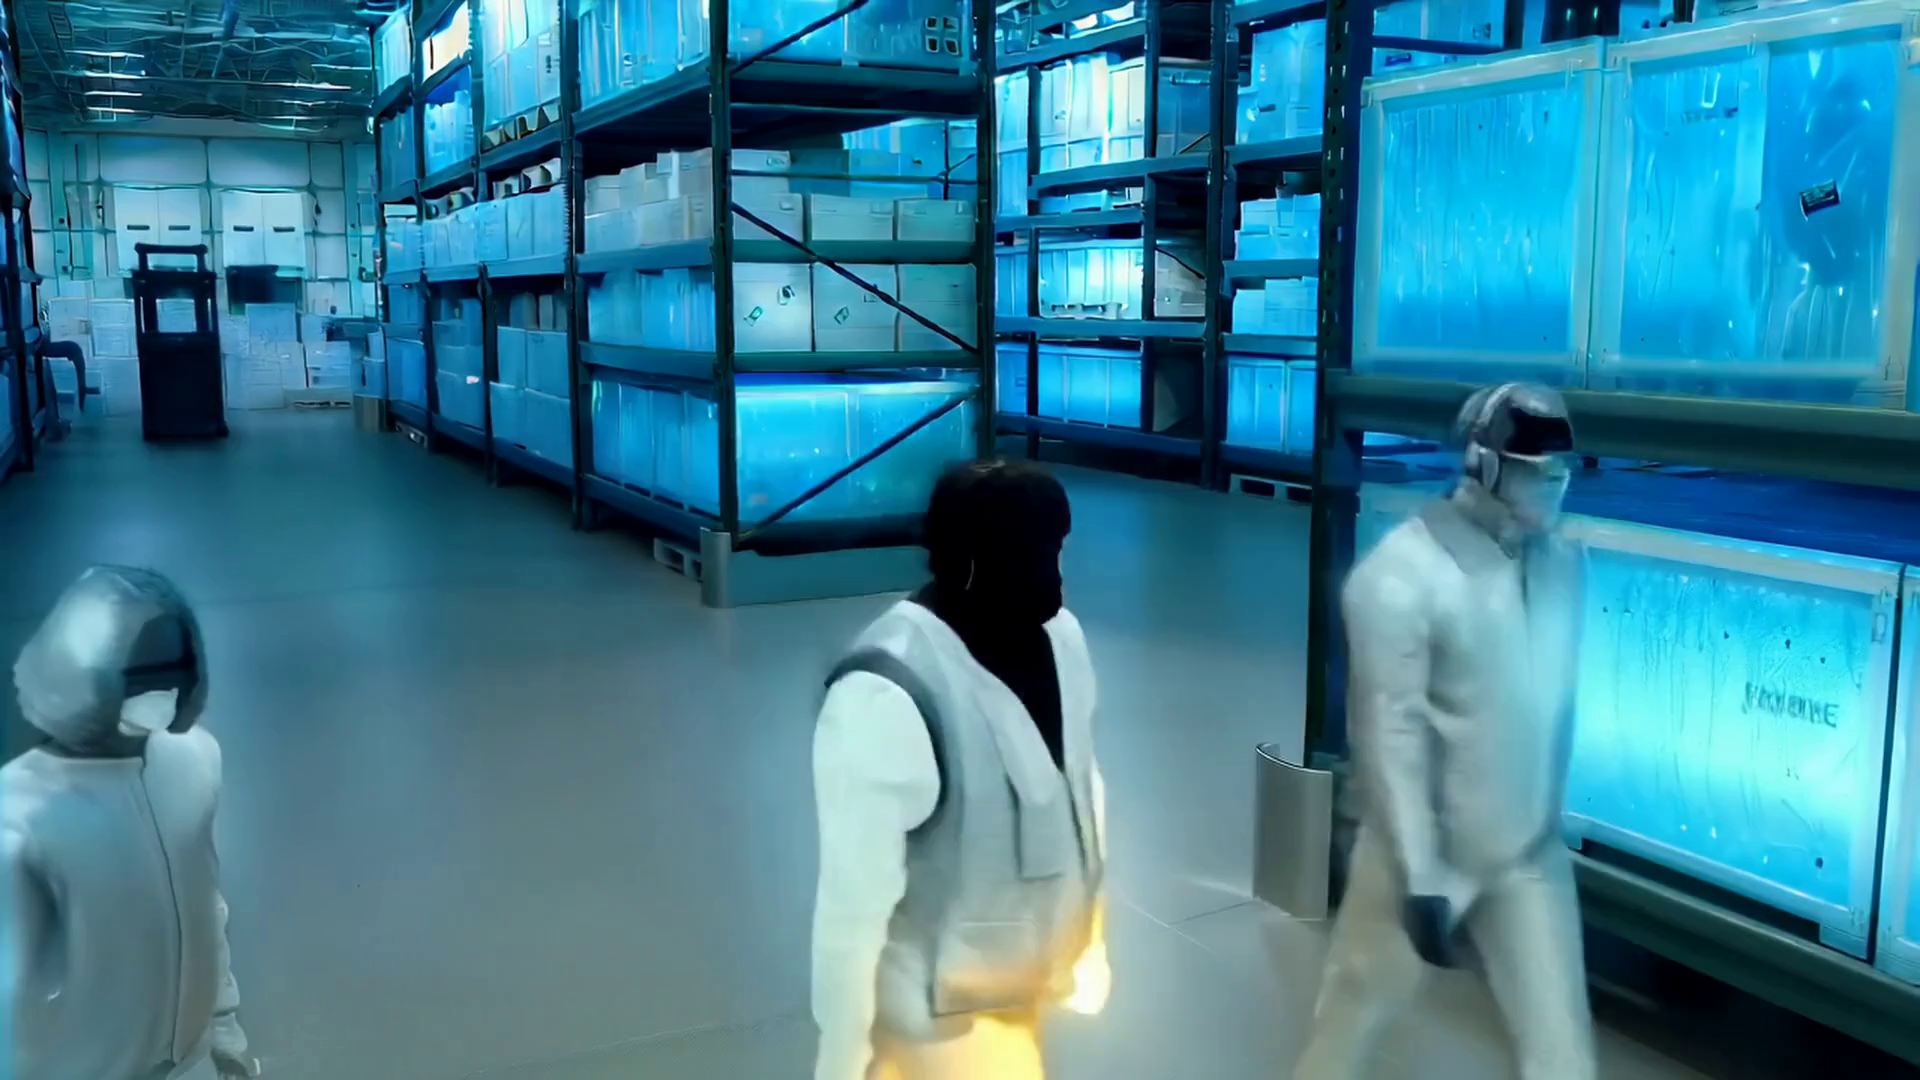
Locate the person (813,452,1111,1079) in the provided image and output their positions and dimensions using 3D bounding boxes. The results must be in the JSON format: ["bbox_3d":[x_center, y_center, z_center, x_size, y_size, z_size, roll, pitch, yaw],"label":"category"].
[{"bbox_3d":[0.001,0.736,2.850,0.958,1.794,0.643,4,9,28],"label":"person"}]

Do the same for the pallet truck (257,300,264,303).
[{"bbox_3d":[-23.913,-7.404,58.171,1.885,1.965,0.823,-1,8,-9],"label":"pallet truck"}]

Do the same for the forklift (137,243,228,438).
[{"bbox_3d":[-11.575,-2.976,24.613,1.129,2.768,1.873,-4,9,-26],"label":"forklift"}]

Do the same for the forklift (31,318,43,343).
[{"bbox_3d":[-30.579,-7.277,54.267,1.129,2.768,1.873,-4,9,-26],"label":"forklift"}]

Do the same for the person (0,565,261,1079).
[{"bbox_3d":[-1.267,0.843,2.548,0.285,1.633,0.498,2,8,13],"label":"person"}]

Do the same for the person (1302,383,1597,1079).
[{"bbox_3d":[1.045,0.615,3.371,0.650,1.854,0.982,-4,9,-26],"label":"person"}]

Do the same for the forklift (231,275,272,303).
[{"bbox_3d":[-17.145,-5.261,40.370,1.129,2.768,1.873,-4,9,-26],"label":"forklift"}]
